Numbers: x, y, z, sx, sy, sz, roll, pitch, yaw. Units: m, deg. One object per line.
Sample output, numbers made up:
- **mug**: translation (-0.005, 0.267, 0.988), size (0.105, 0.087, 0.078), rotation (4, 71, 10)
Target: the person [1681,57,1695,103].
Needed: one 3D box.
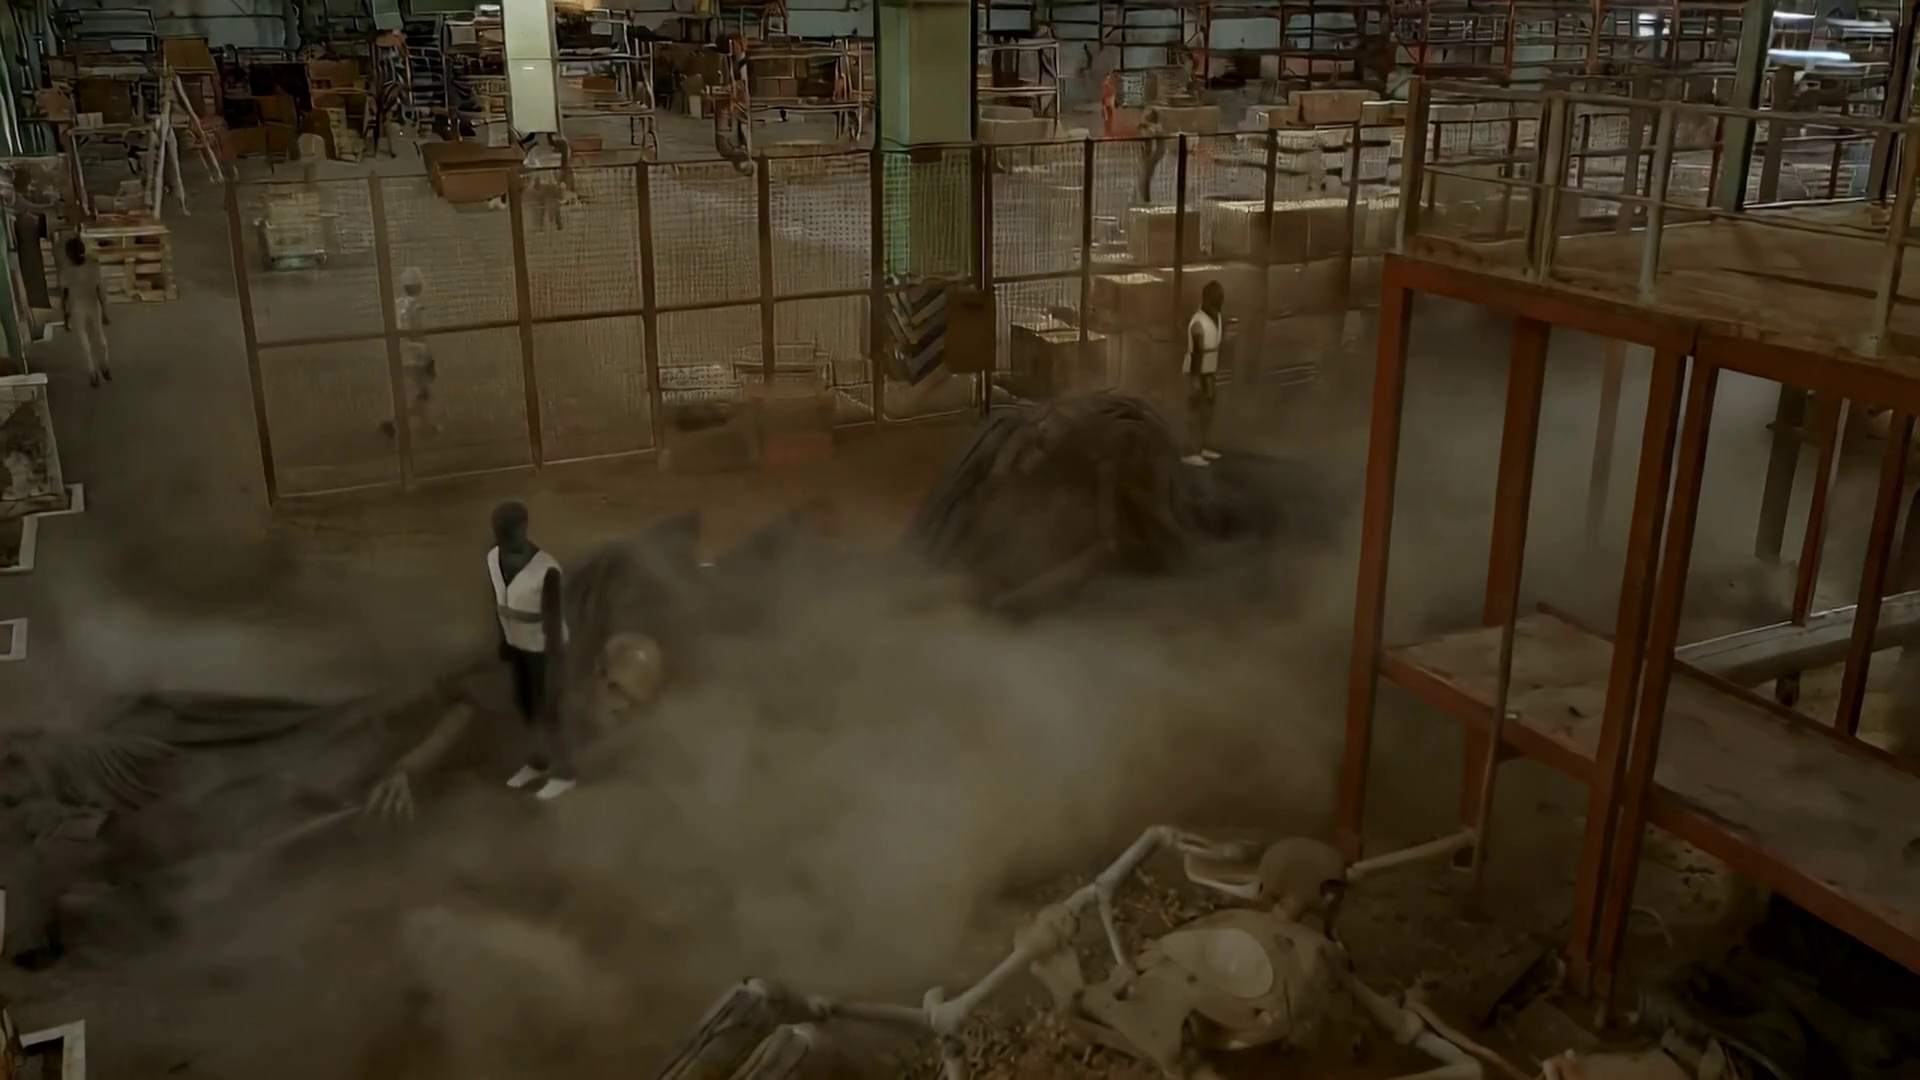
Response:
- **person**: translation (27.609, -17.417, 62.951), size (0.321, 1.694, 0.529), rotation (1, 19, 3)

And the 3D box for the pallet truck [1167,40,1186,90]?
- **pallet truck**: translation (9.045, -19.971, 69.895), size (0.823, 1.965, 1.885), rotation (-3, 19, -8)

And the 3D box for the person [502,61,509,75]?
- **person**: translation (-16.467, -16.894, 61.164), size (0.636, 1.883, 1.062), rotation (-12, 22, -31)

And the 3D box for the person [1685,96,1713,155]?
- **person**: translation (20.251, -11.311, 45.422), size (0.495, 1.578, 0.882), rotation (-8, 21, -23)

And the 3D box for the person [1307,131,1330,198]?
- **person**: translation (7.001, -7.084, 32.661), size (0.473, 1.923, 0.542), rotation (16, 25, 39)

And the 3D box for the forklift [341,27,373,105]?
- **forklift**: translation (-22.275, -17.346, 60.954), size (1.873, 2.768, 1.129), rotation (-9, 21, -25)

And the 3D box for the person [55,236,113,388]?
- **person**: translation (-10.660, -2.764, 20.227), size (0.534, 1.853, 0.392), rotation (-10, 22, -27)

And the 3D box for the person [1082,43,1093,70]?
- **person**: translation (5.454, -20.535, 71.816), size (0.861, 1.812, 0.632), rotation (-8, 21, -22)

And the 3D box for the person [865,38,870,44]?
- **person**: translation (-4.171, -21.370, 74.105), size (0.568, 1.901, 0.886), rotation (-17, 25, -41)

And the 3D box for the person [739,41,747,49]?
- **person**: translation (-9.344, -20.390, 71.253), size (0.644, 1.909, 0.809), rotation (-8, 20, -21)

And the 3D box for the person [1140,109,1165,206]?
- **person**: translation (4.146, -8.256, 35.872), size (0.536, 2.000, 0.673), rotation (3, 19, 9)

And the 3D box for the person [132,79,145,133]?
- **person**: translation (-25.373, -13.405, 51.417), size (0.523, 1.631, 0.323), rotation (5, 20, 15)

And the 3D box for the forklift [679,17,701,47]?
- **forklift**: translation (-11.727, -21.318, 72.468), size (1.129, 2.768, 1.873), rotation (11, 22, 28)

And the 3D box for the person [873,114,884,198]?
- **person**: translation (-1.665, -8.446, 36.686), size (0.596, 1.861, 0.653), rotation (4, 19, 12)

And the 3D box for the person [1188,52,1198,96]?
- **person**: translation (9.262, -18.500, 66.086), size (0.317, 1.695, 0.540), rotation (-10, 21, -27)

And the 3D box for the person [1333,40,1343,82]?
- **person**: translation (16.238, -20.444, 71.356), size (0.372, 1.940, 0.631), rotation (-4, 19, -12)

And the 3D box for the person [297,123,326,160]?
- **person**: translation (-13.744, -7.961, 35.407), size (0.626, 1.795, 0.979), rotation (2, 19, 6)

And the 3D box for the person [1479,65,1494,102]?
- **person**: translation (16.738, -14.107, 52.952), size (0.374, 1.960, 0.600), rotation (-5, 20, -14)

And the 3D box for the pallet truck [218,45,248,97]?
- **pallet truck**: translation (-28.879, -18.665, 66.111), size (0.823, 1.965, 1.885), rotation (-3, 19, -9)

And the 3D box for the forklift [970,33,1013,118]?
- **forklift**: translation (1.375, -15.420, 55.370), size (1.873, 2.768, 1.129), rotation (-9, 21, -25)

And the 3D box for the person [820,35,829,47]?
- **person**: translation (-6.132, -22.109, 76.193), size (0.603, 1.942, 1.050), rotation (-14, 23, -34)

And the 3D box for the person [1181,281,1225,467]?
- **person**: translation (2.495, -1.712, 17.100), size (0.382, 1.912, 0.591), rotation (10, 21, 27)

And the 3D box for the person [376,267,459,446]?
- **person**: translation (-5.872, -1.947, 17.769), size (0.616, 1.920, 0.829), rotation (15, 24, 38)

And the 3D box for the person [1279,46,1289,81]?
- **person**: translation (12.914, -18.825, 66.677), size (0.374, 1.929, 0.545), rotation (-8, 21, -23)

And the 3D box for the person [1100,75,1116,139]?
- **person**: translation (4.434, -12.938, 49.722), size (0.511, 1.860, 0.325), rotation (14, 24, 36)

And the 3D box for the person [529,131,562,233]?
- **person**: translation (-8.023, -6.932, 32.208), size (0.594, 1.922, 0.385), rotation (-7, 20, -20)

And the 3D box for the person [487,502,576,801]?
- **person**: translation (-2.631, 0.661, 10.230), size (0.585, 1.910, 0.396), rotation (13, 23, 33)

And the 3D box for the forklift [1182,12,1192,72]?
- **forklift**: translation (10.997, -24.072, 80.450), size (1.873, 2.768, 1.129), rotation (-1, 19, -2)

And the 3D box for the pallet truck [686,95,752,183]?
- **pallet truck**: translation (-5.836, -9.608, 39.856), size (0.823, 1.965, 1.885), rotation (10, 22, 27)
